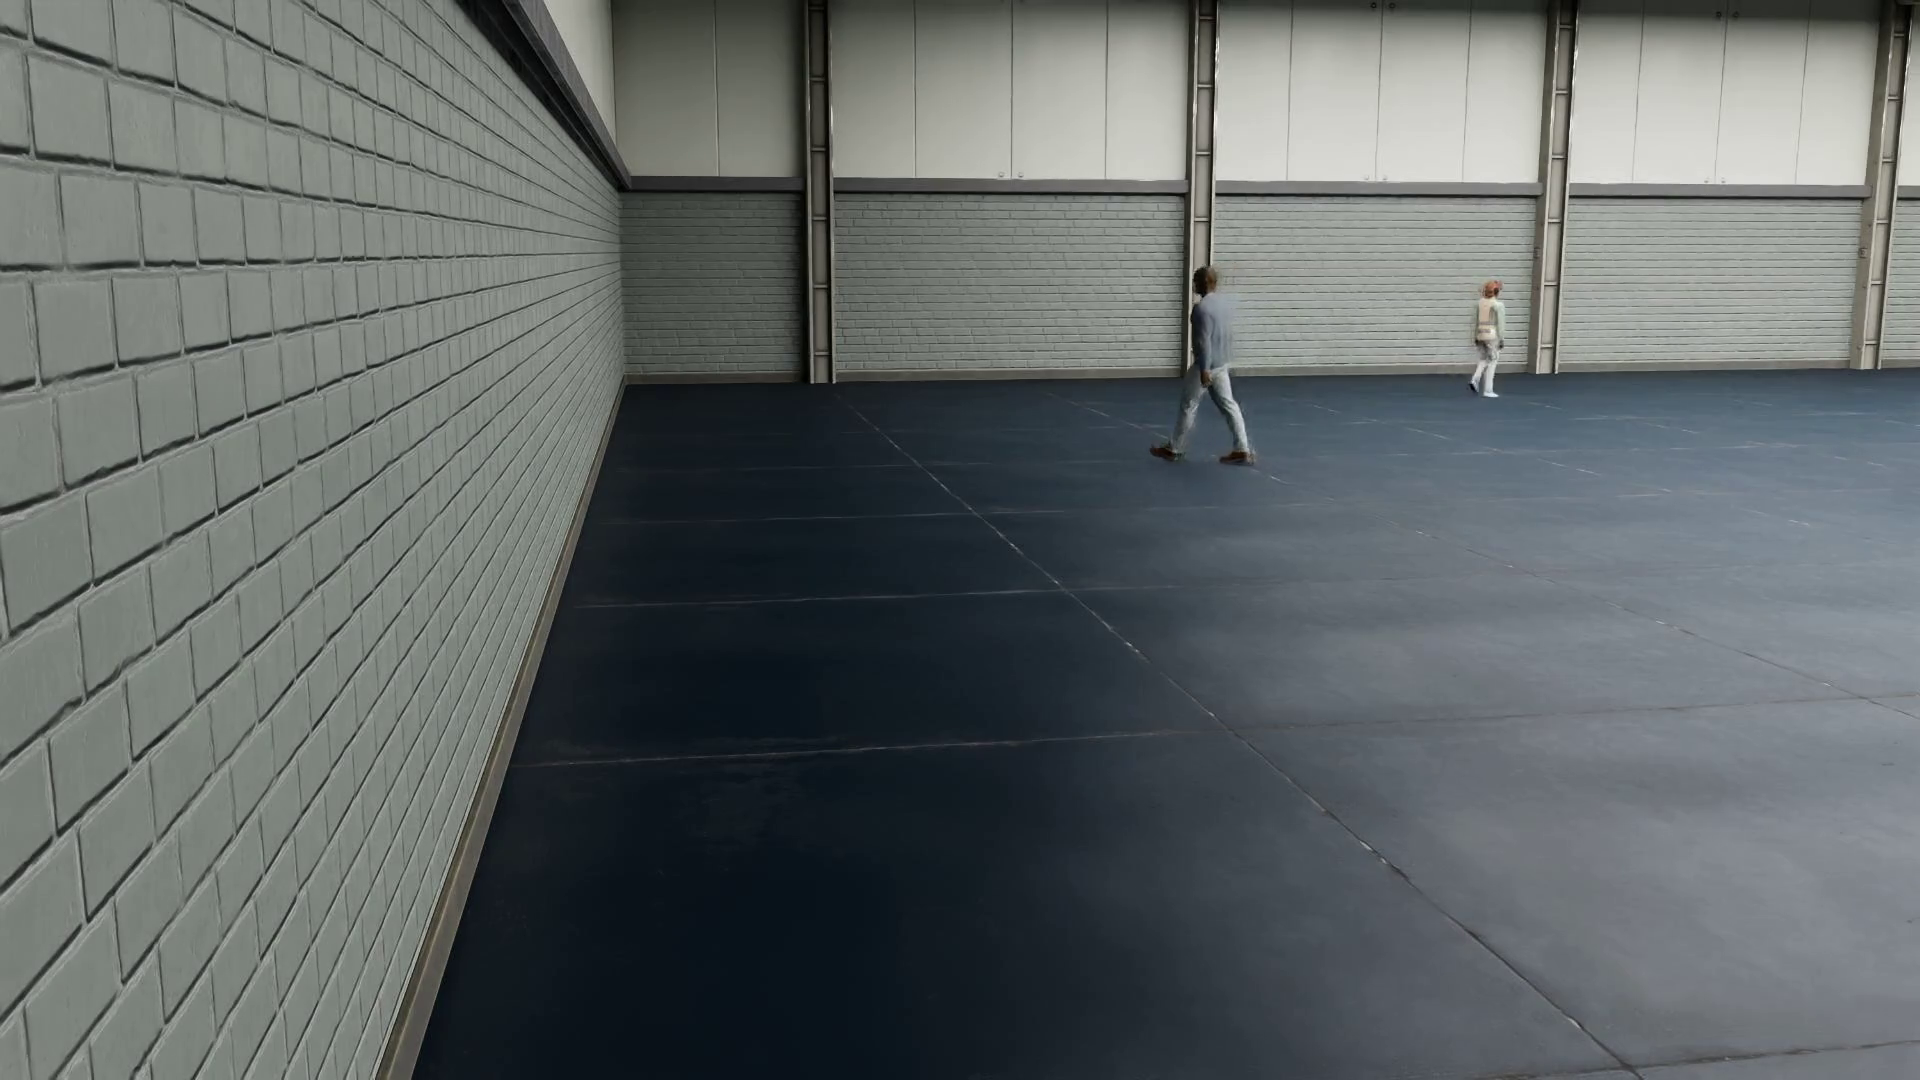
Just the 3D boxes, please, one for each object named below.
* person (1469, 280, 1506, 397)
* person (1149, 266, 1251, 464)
[{"bbox_3d":[7.342,-2.781,23.040,0.373,1.625,0.538,-5,11,-25],"label":"person"},{"bbox_3d":[2.343,-1.661,15.852,1.048,1.885,0.645,6,12,32],"label":"person"}]
